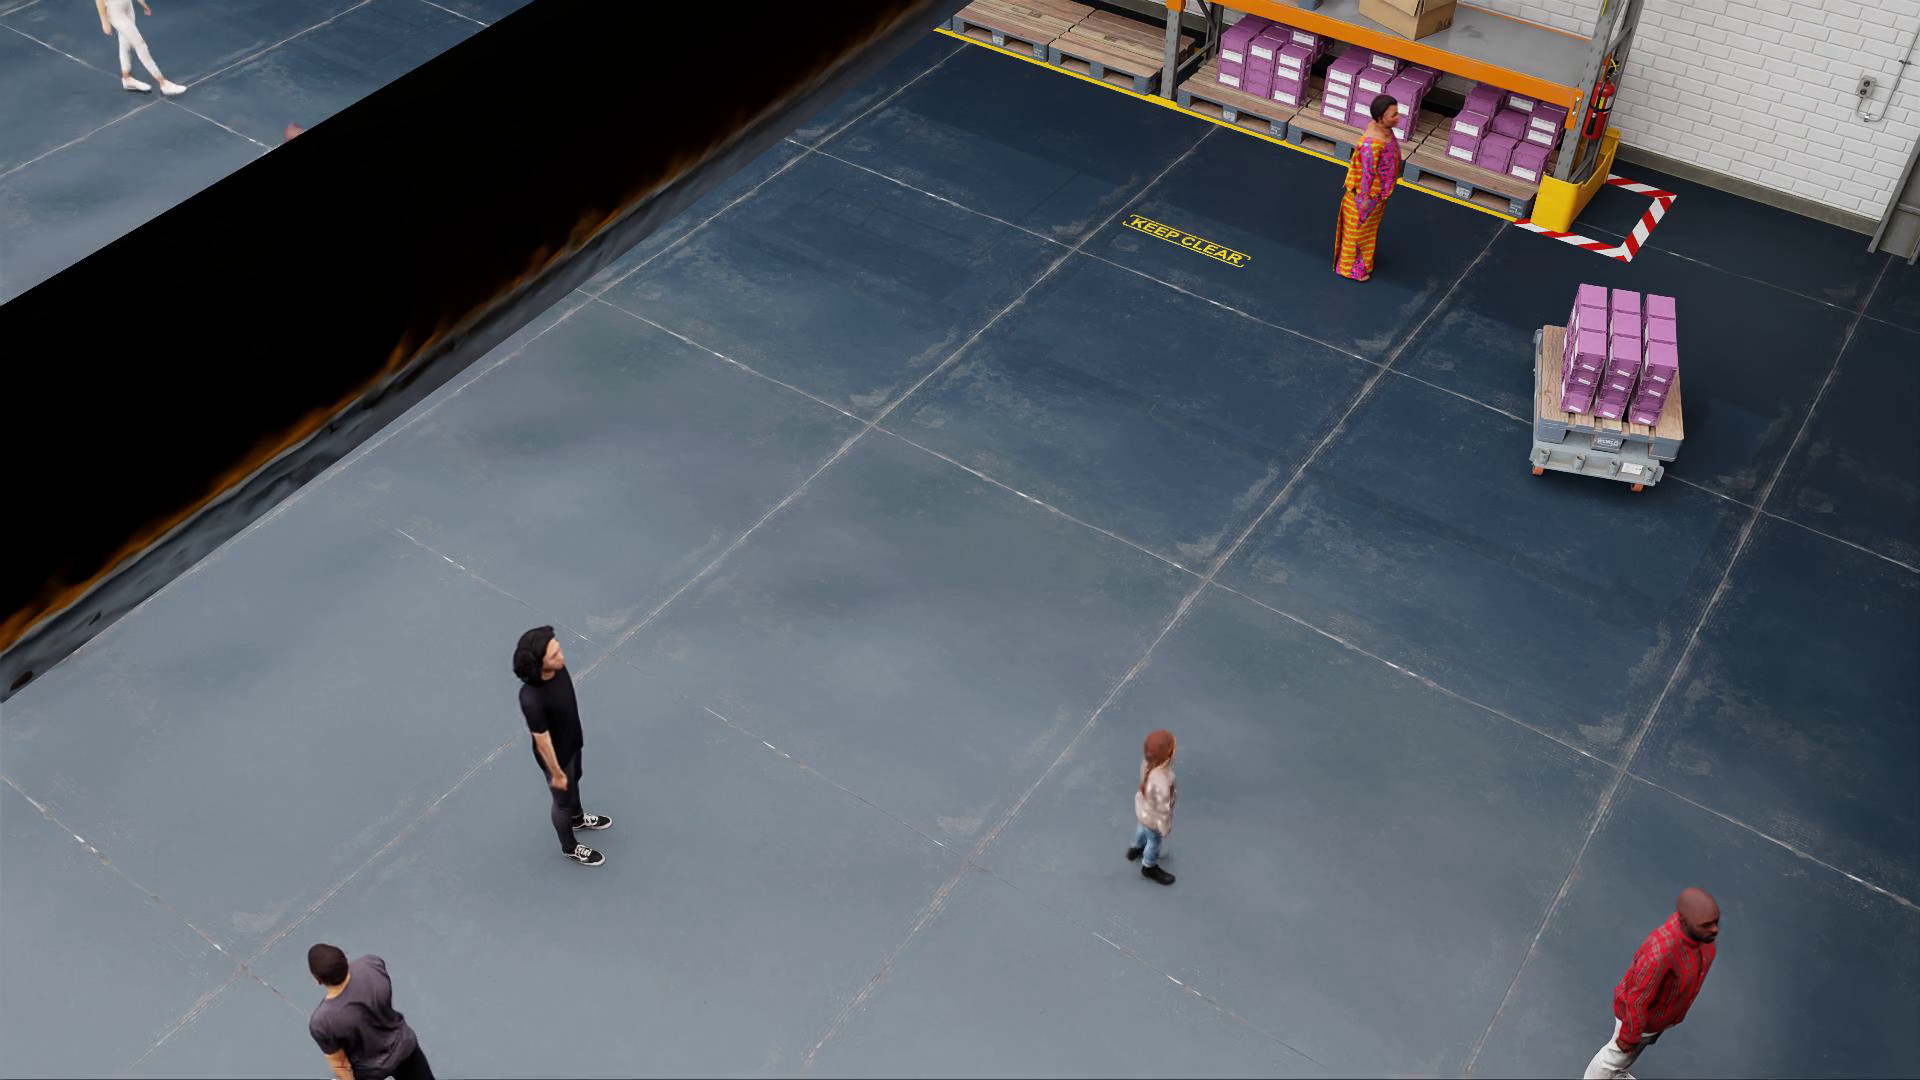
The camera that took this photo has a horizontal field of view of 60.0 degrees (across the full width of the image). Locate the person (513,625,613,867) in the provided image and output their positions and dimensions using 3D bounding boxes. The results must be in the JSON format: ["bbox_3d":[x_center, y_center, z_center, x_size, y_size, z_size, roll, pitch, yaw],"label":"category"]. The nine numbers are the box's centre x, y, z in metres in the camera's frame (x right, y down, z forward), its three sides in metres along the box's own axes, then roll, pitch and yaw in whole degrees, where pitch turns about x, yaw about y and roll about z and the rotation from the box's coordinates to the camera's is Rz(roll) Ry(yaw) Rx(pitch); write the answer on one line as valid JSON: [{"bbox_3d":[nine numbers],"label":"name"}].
[{"bbox_3d":[-2.317,1.161,9.574,0.708,1.837,0.710,3,44,3],"label":"person"}]

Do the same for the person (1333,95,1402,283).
[{"bbox_3d":[3.483,-3.009,14.060,0.722,1.686,0.706,15,46,15],"label":"person"}]

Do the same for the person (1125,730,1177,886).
[{"bbox_3d":[1.129,1.537,9.646,0.650,1.193,0.594,-1,44,-1],"label":"person"}]

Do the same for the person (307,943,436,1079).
[{"bbox_3d":[-2.793,2.576,8.175,1.109,1.718,0.651,25,49,24],"label":"person"}]

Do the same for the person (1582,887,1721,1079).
[{"bbox_3d":[3.473,2.322,8.367,0.724,1.820,0.682,-29,51,-27],"label":"person"}]

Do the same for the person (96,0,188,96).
[{"bbox_3d":[-8.318,-5.173,16.320,1.080,1.703,0.918,4,44,4],"label":"person"}]
